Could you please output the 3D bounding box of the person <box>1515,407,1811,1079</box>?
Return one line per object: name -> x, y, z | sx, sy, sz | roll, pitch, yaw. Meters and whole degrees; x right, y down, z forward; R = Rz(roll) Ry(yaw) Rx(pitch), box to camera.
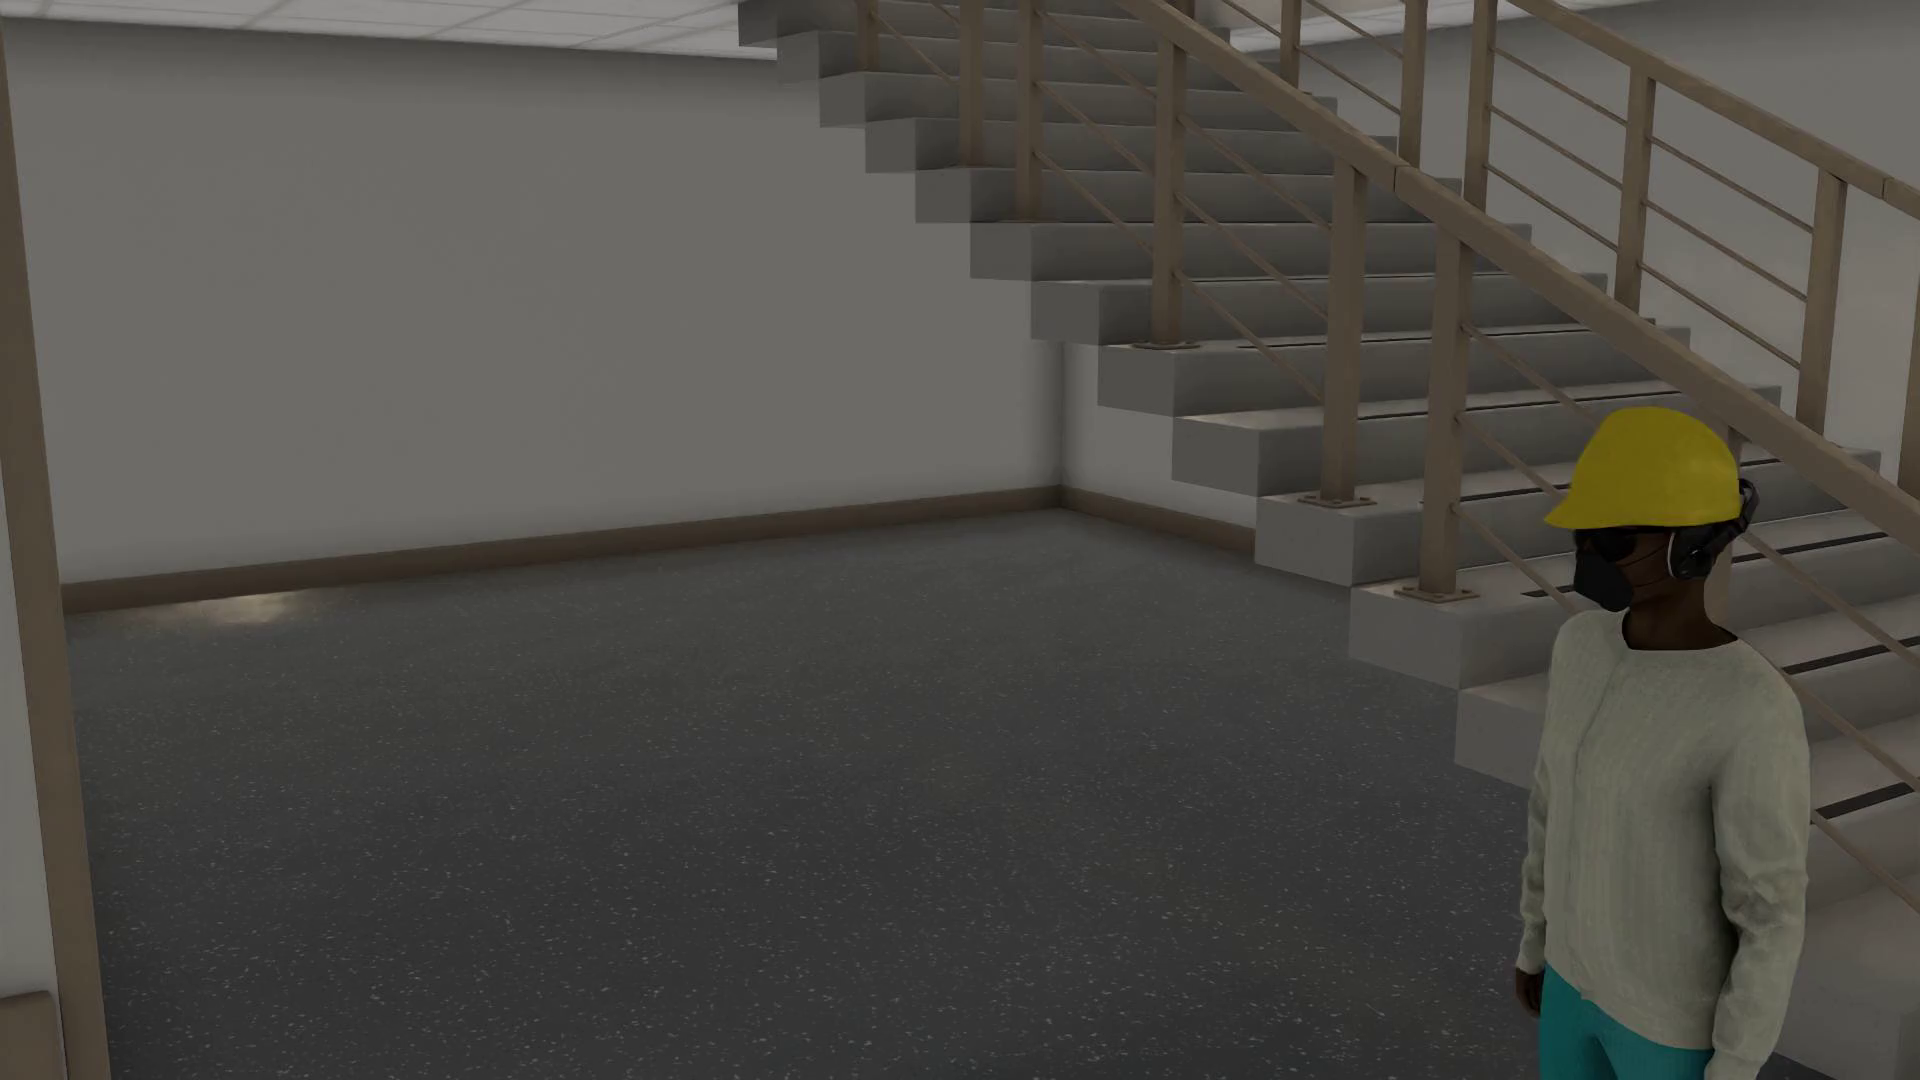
person -> 0.989, 0.684, 2.474 | 0.329, 1.767, 0.528 | -3, 11, -14
